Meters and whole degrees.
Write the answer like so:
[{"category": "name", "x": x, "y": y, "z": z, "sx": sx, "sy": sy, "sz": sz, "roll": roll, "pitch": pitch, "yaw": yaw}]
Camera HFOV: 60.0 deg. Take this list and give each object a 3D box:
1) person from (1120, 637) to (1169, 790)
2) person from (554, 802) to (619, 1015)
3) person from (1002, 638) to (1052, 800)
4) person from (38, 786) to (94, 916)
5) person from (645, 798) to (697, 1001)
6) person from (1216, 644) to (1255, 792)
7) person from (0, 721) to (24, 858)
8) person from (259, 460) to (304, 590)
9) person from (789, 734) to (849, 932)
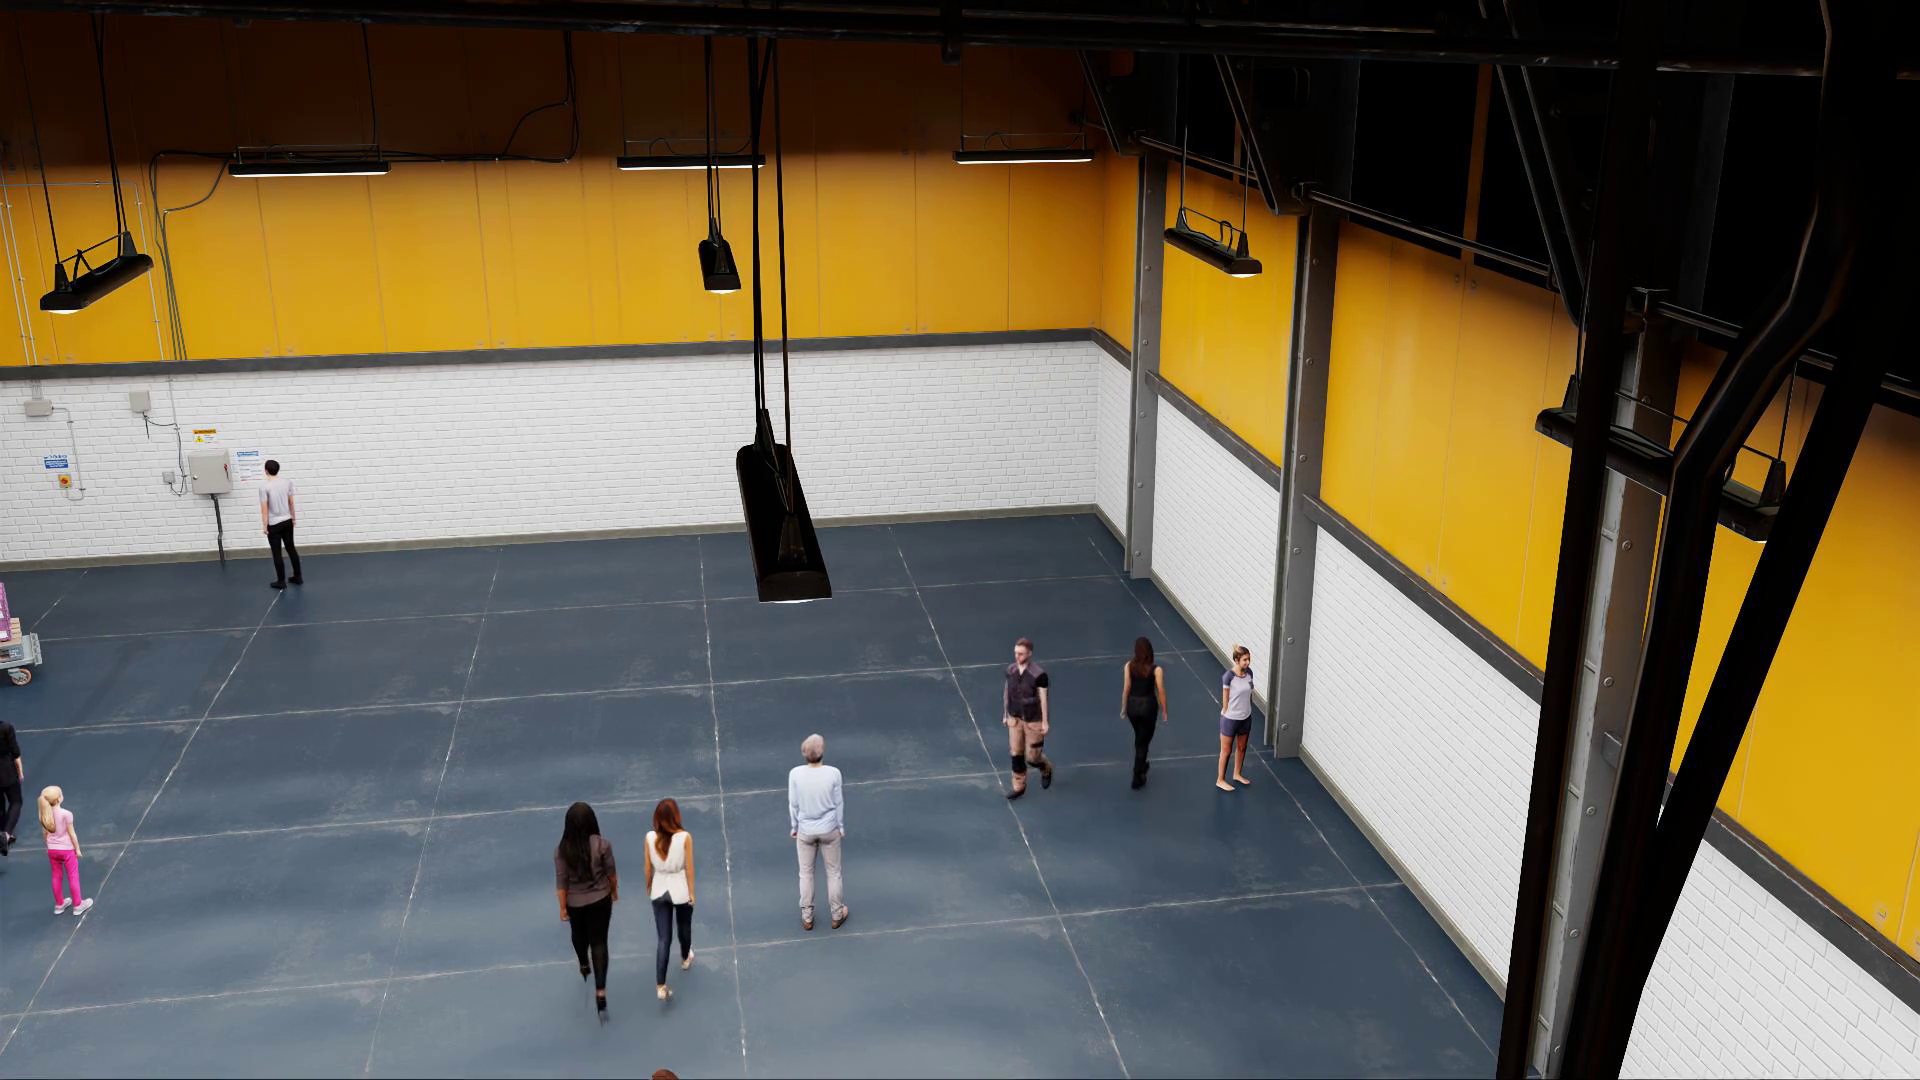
[{"category": "person", "x": 1.904, "y": 1.906, "z": 17.757, "sx": 0.868, "sy": 1.598, "sz": 0.939, "roll": 10, "pitch": 21, "yaw": 27}, {"category": "person", "x": -3.095, "y": 3.099, "z": 13.892, "sx": 0.629, "sy": 1.803, "sz": 1.037, "roll": -3, "pitch": 19, "yaw": -9}, {"category": "person", "x": 0.750, "y": 1.857, "z": 17.545, "sx": 0.915, "sy": 1.826, "sz": 0.975, "roll": 14, "pitch": 23, "yaw": 35}, {"category": "person", "x": -8.339, "y": 2.864, "z": 15.425, "sx": 0.530, "sy": 1.270, "sz": 0.552, "roll": 2, "pitch": 19, "yaw": 6}, {"category": "person", "x": -2.472, "y": 3.061, "z": 14.089, "sx": 0.782, "sy": 1.750, "sz": 1.155, "roll": 1, "pitch": 19, "yaw": 3}, {"category": "person", "x": 2.941, "y": 1.889, "z": 17.771, "sx": 0.625, "sy": 1.622, "sz": 0.616, "roll": -11, "pitch": 22, "yaw": -30}, {"category": "person", "x": -9.471, "y": 2.360, "z": 16.339, "sx": 0.607, "sy": 1.643, "sz": 0.911, "roll": -4, "pitch": 19, "yaw": -12}, {"category": "person", "x": -9.685, "y": -0.232, "z": 23.691, "sx": 0.779, "sy": 1.862, "sz": 0.724, "roll": 13, "pitch": 23, "yaw": 34}, {"category": "person", "x": -1.290, "y": 2.644, "z": 15.102, "sx": 0.698, "sy": 1.893, "sz": 0.637, "roll": 0, "pitch": 19, "yaw": 1}]
